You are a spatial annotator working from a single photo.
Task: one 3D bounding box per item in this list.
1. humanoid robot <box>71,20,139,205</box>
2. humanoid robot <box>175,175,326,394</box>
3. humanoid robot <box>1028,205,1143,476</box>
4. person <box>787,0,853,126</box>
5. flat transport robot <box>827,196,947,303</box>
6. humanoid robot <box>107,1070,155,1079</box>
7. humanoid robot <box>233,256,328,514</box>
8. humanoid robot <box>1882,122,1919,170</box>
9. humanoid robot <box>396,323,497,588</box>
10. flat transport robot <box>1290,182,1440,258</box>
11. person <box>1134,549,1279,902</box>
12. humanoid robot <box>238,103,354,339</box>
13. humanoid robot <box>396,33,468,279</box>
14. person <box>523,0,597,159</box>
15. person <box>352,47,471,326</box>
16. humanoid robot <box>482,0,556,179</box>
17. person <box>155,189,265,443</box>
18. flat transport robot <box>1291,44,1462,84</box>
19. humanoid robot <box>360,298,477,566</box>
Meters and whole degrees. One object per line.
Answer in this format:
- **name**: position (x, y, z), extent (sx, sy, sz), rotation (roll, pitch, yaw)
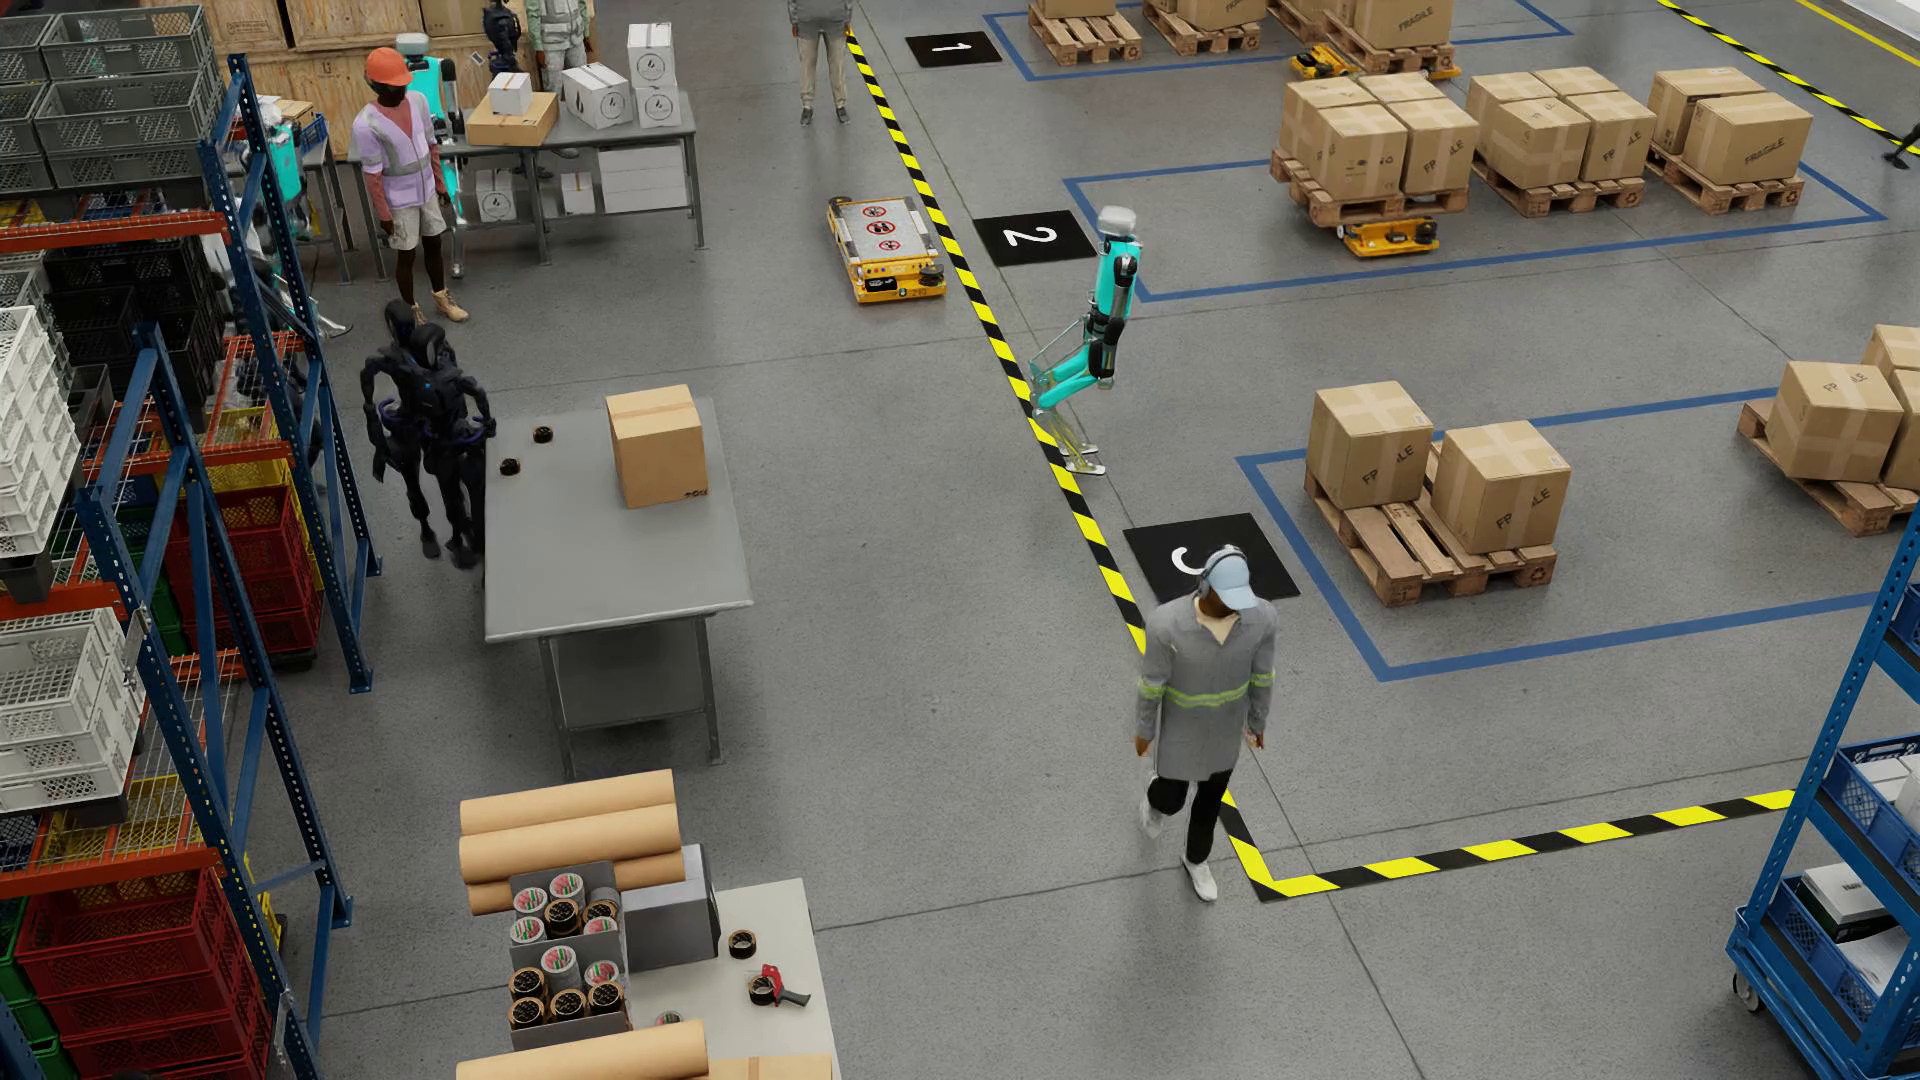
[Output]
- **humanoid robot**: position (-6.155, -2.899, 12.260), extent (0.824, 1.807, 0.574), rotation (18, 40, 22)
- **humanoid robot**: position (-4.307, -1.566, 10.316), extent (0.735, 1.677, 0.533), rotation (-2, 37, -3)
- **humanoid robot**: position (0.665, -1.158, 9.770), extent (0.735, 1.673, 0.533), rotation (-1, 37, -1)
- **person**: position (-1.195, -4.456, 14.285), extent (0.562, 1.769, 0.400), rotation (-5, 37, -6)
- **flat transport robot**: position (-0.570, -2.220, 12.538), extent (0.659, 0.231, 1.431), rotation (-8, 37, -10)
- **humanoid robot**: position (-2.395, 2.257, 5.343), extent (0.337, 1.651, 0.612), rotation (9, 38, 12)
- **humanoid robot**: position (-3.929, -0.864, 9.532), extent (0.332, 1.638, 0.609), rotation (0, 37, 0)
- **humanoid robot**: position (8.036, -3.667, 13.346), extent (0.606, 1.619, 0.799), rotation (-15, 39, -19)
- **humanoid robot**: position (-2.707, -0.481, 9.032), extent (0.601, 1.642, 0.407), rotation (9, 38, 12)
- **flat transport robot**: position (3.169, -2.649, 13.091), extent (0.652, 0.197, 1.431), rotation (-8, 37, -10)
- **person**: position (1.052, 0.764, 7.203), extent (0.609, 1.838, 0.513), rotation (-7, 37, -9)
- **humanoid robot**: position (-4.673, -2.102, 11.155), extent (1.038, 1.725, 0.551), rotation (10, 38, 14)
- **humanoid robot**: position (-3.740, -2.637, 11.885), extent (0.558, 1.771, 0.861), rotation (-13, 38, -16)
- **person**: position (-3.277, -4.125, 13.702), extent (0.412, 1.939, 0.602), rotation (25, 43, 30)
- **person**: position (-3.686, -2.330, 11.213), extent (0.411, 2.035, 0.600), rotation (19, 41, 24)
- **humanoid robot**: position (-3.580, -3.718, 13.368), extent (0.362, 1.653, 0.590), rotation (-12, 38, -16)
- **person**: position (-4.499, -1.459, 10.195), extent (0.569, 1.861, 0.549), rotation (-29, 45, -33)
- **flat transport robot**: position (3.901, -4.485, 15.558), extent (1.431, 0.197, 0.652), rotation (-8, 37, -10)
- **humanoid robot**: position (-2.978, -0.583, 9.156), extent (0.590, 1.641, 0.451), rotation (-25, 44, -30)
